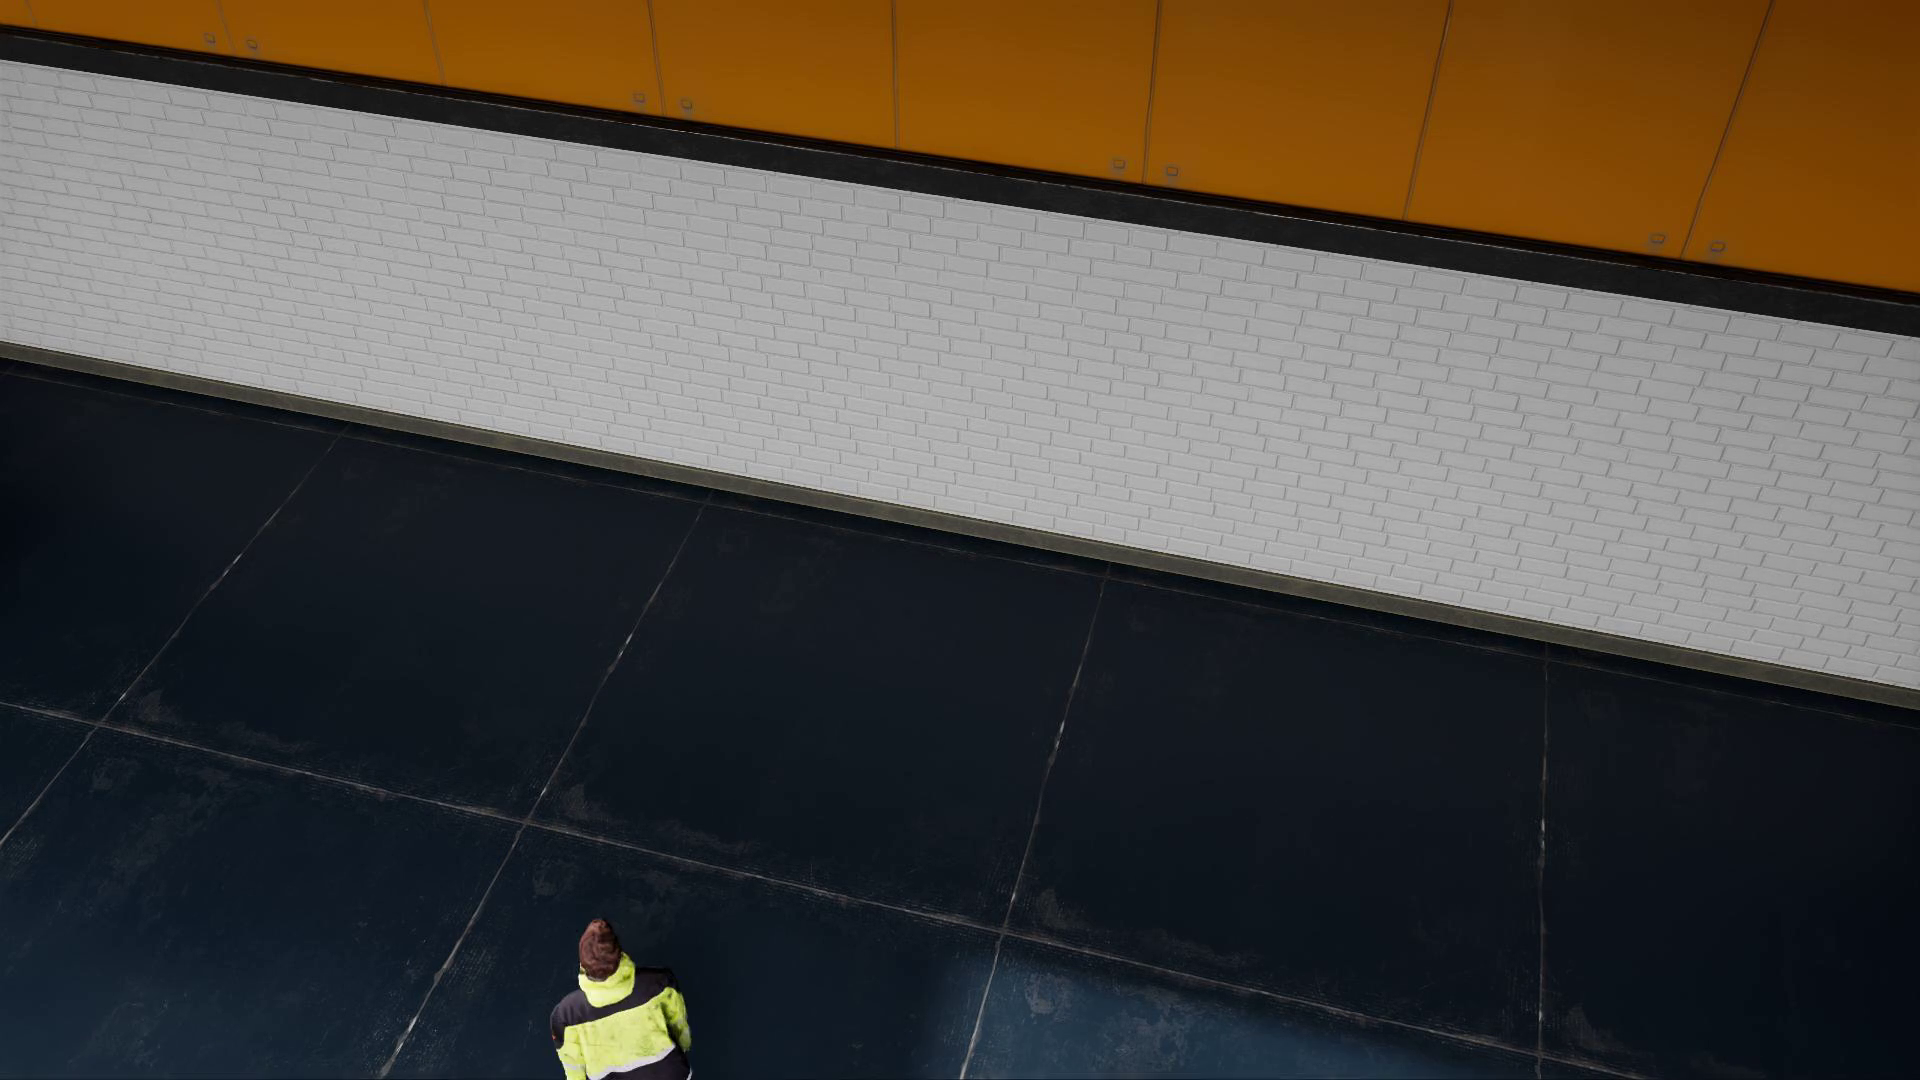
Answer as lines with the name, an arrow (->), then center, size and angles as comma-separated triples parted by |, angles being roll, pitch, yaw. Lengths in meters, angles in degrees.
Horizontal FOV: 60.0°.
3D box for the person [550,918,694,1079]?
person -> -1.527, 2.546, 7.859 | 1.115, 1.961, 1.203 | -19, 47, -19
